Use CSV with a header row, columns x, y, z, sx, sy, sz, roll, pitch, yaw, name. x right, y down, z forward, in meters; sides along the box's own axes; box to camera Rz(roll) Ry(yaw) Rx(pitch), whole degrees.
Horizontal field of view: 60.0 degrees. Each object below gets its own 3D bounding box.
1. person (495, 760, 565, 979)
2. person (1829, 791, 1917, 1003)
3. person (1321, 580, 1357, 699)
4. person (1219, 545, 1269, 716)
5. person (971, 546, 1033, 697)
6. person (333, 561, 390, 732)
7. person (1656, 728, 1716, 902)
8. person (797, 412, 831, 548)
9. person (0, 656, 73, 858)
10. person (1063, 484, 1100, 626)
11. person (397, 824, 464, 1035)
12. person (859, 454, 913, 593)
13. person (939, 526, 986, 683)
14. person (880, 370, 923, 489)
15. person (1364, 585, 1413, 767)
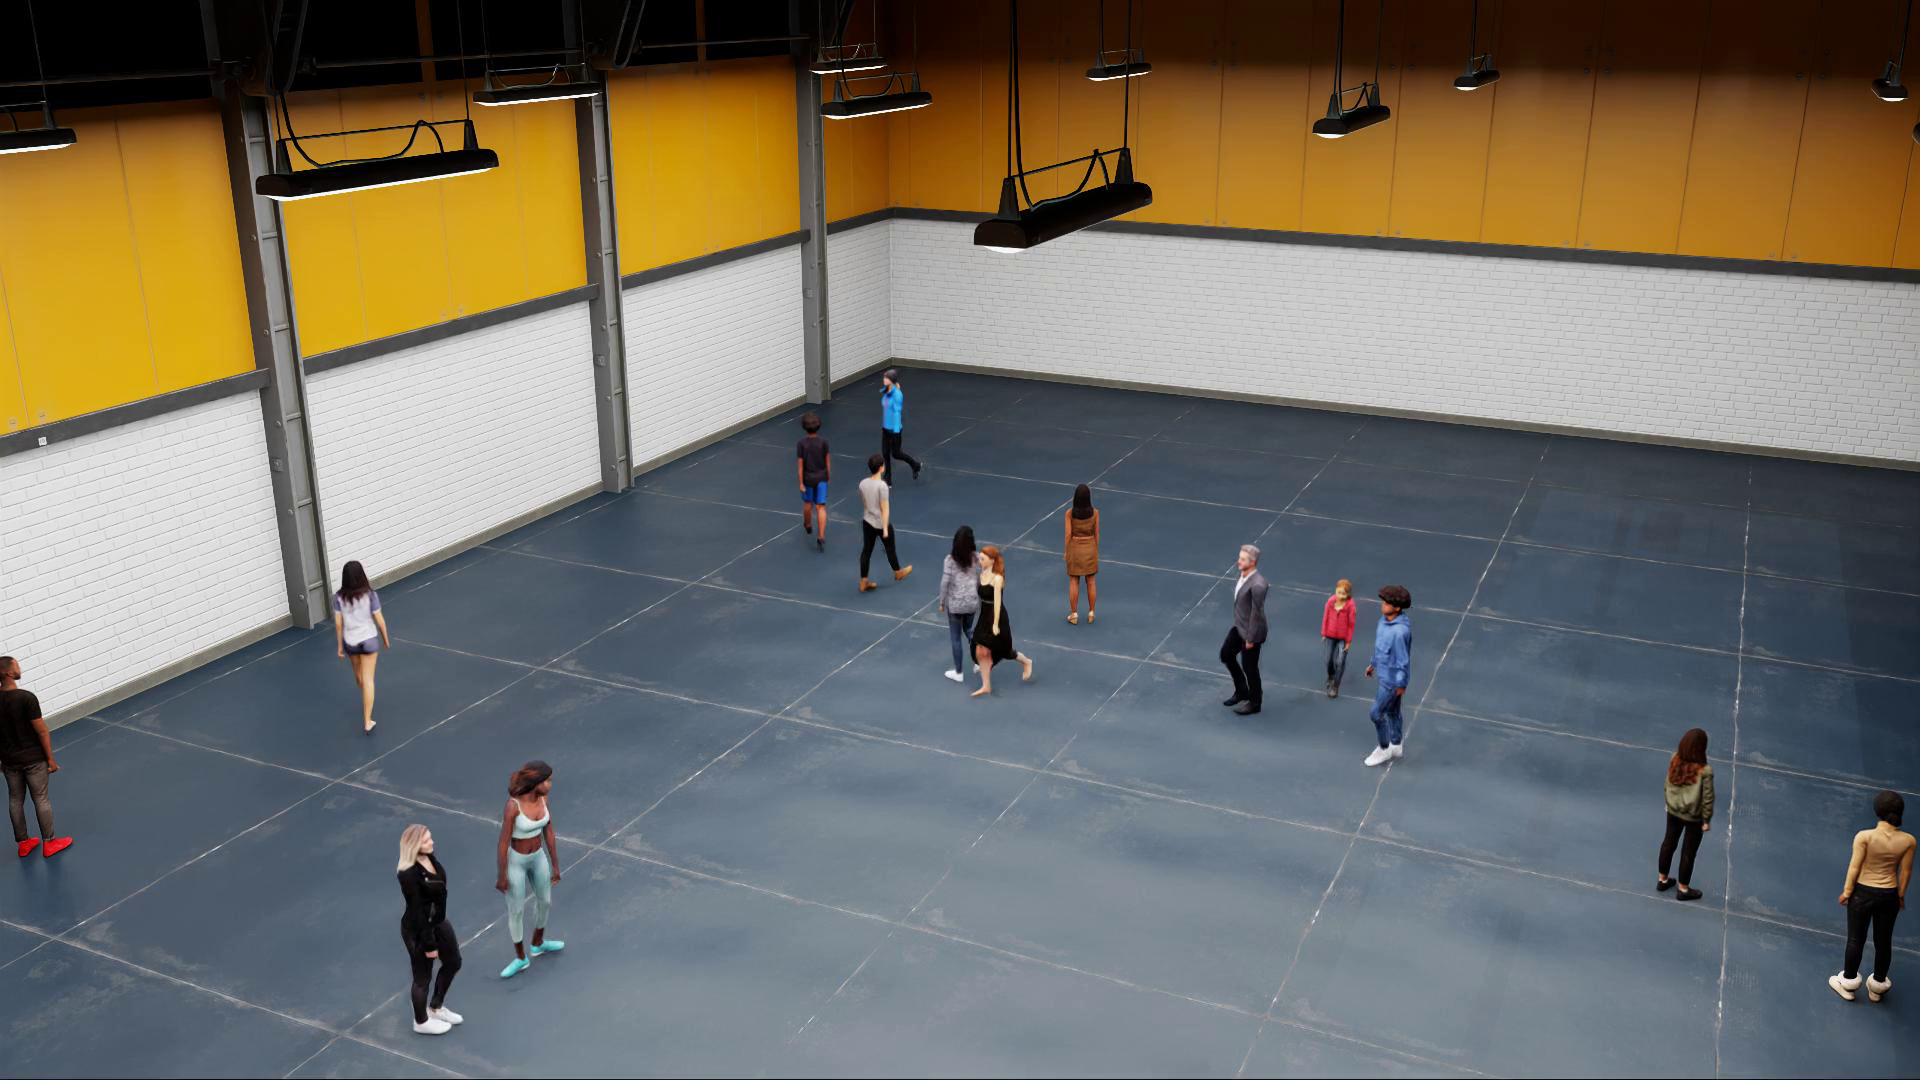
x,y,z,sx,sy,sz,roll,pitch,yaw,name
-3.314,2.471,12.462,0.614,1.695,0.828,-12,22,-31,person
6.687,2.598,12.143,0.647,1.657,0.618,4,19,11,person
3.992,1.006,17.425,0.530,1.304,0.605,12,22,31,person
3.004,0.904,16.918,0.916,1.820,0.820,-4,19,-11,person
0.434,0.846,17.451,1.075,1.590,0.902,-13,23,-34,person
-5.986,1.085,16.601,1.030,1.679,1.218,-3,19,-8,person
5.918,2.219,13.554,0.684,1.475,0.657,-10,21,-27,person
-1.896,-0.761,21.971,1.037,1.750,1.228,-3,19,-9,person
-7.990,1.841,14.162,0.718,1.804,0.674,0,19,1,person
1.416,0.162,19.325,0.643,1.690,0.667,-2,19,-7,person
-3.854,2.747,11.678,0.789,1.673,0.672,0,19,1,person
-1.086,-0.181,20.341,0.807,1.692,1.113,15,24,38,person
0.085,0.701,17.670,0.775,1.724,0.834,-8,20,-23,person
-0.918,-1.616,24.476,1.113,1.773,0.969,-10,21,-28,person
4.196,1.275,15.861,0.857,1.792,0.748,0,19,0,person
